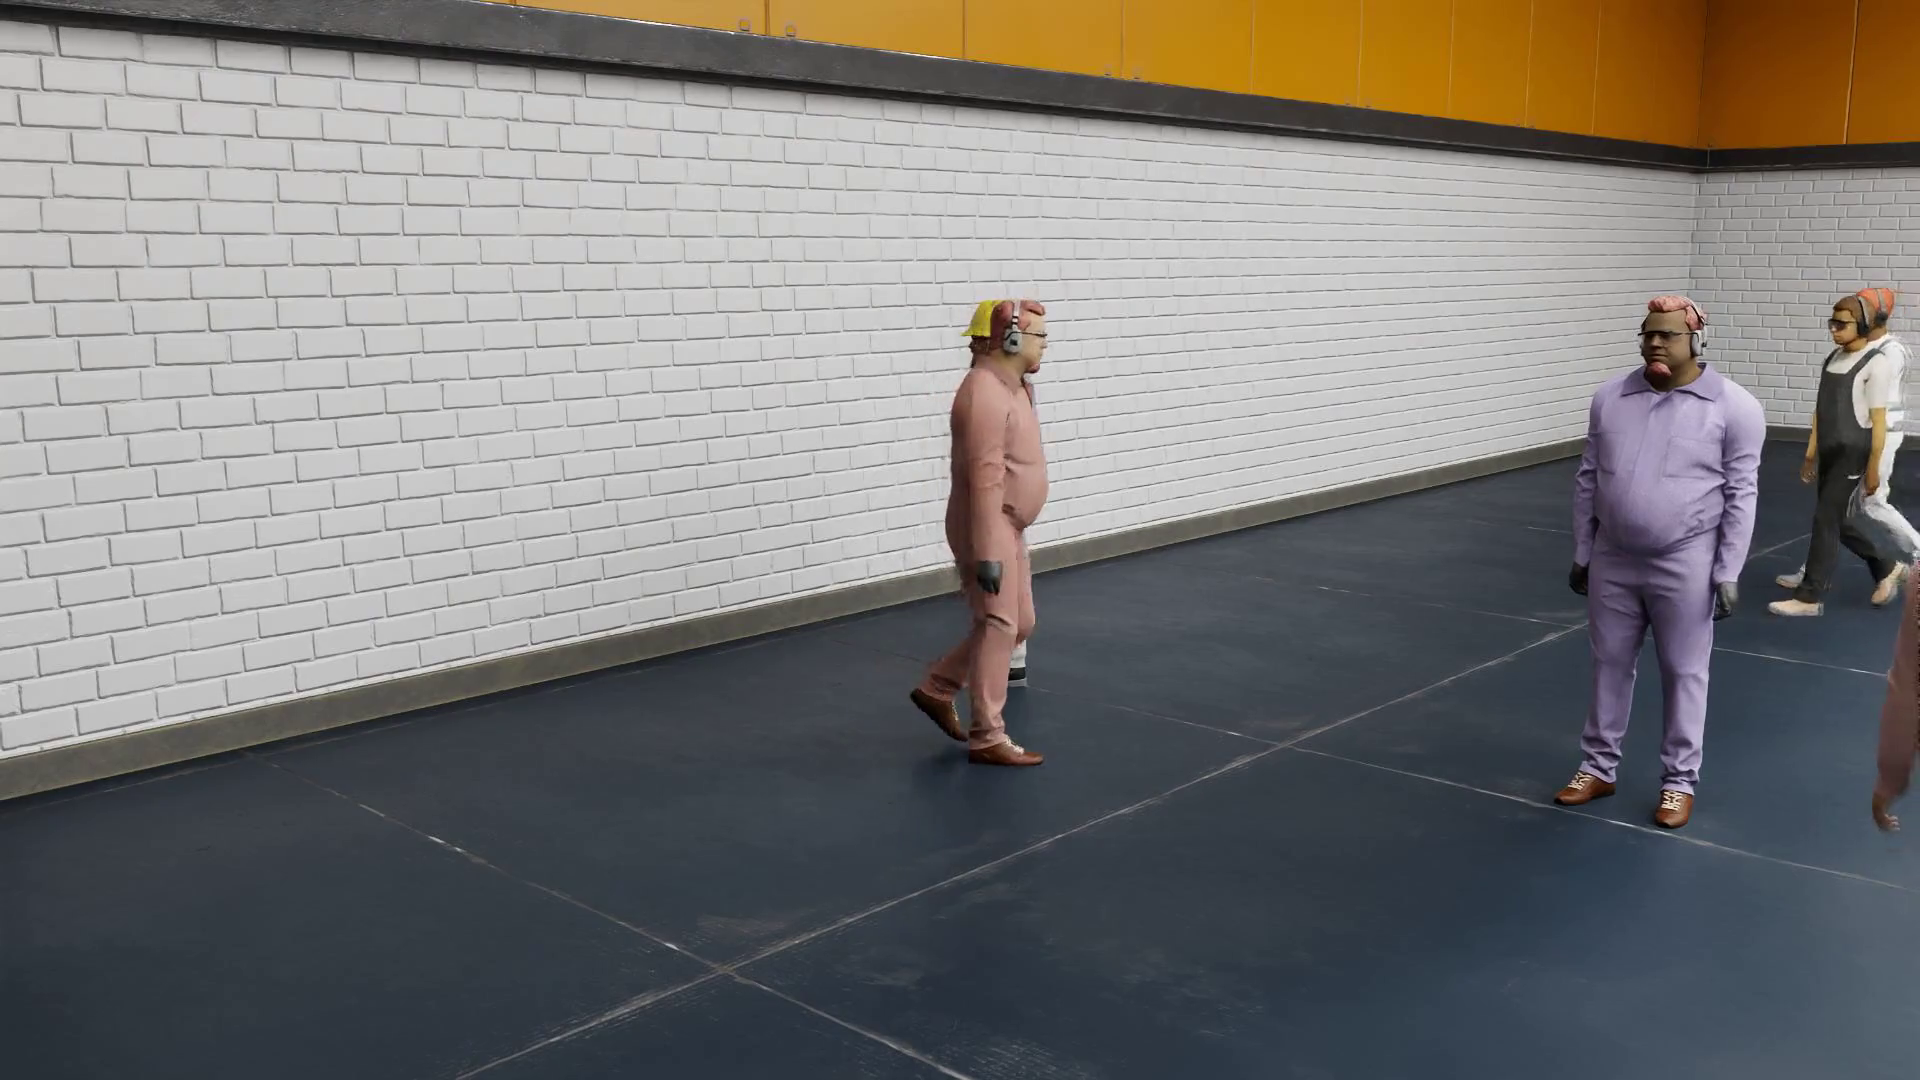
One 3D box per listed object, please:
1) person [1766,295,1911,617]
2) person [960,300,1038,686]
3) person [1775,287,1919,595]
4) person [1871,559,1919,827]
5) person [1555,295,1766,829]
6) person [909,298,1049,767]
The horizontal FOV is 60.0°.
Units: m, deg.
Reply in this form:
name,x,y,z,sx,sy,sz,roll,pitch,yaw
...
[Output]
name,x,y,z,sx,sy,sz,roll,pitch,yaw
person,5.029,-0.467,9.366,0.825,1.823,0.516,-1,10,-3
person,0.179,-0.216,7.903,0.404,1.832,0.592,1,10,4
person,5.475,-0.580,9.962,0.833,1.855,0.588,2,10,9
person,2.327,0.567,3.690,0.534,1.751,0.570,4,11,24
person,2.507,0.077,6.023,0.636,1.911,0.405,9,14,43
person,0.100,-0.027,6.684,0.511,1.884,0.690,2,10,10
